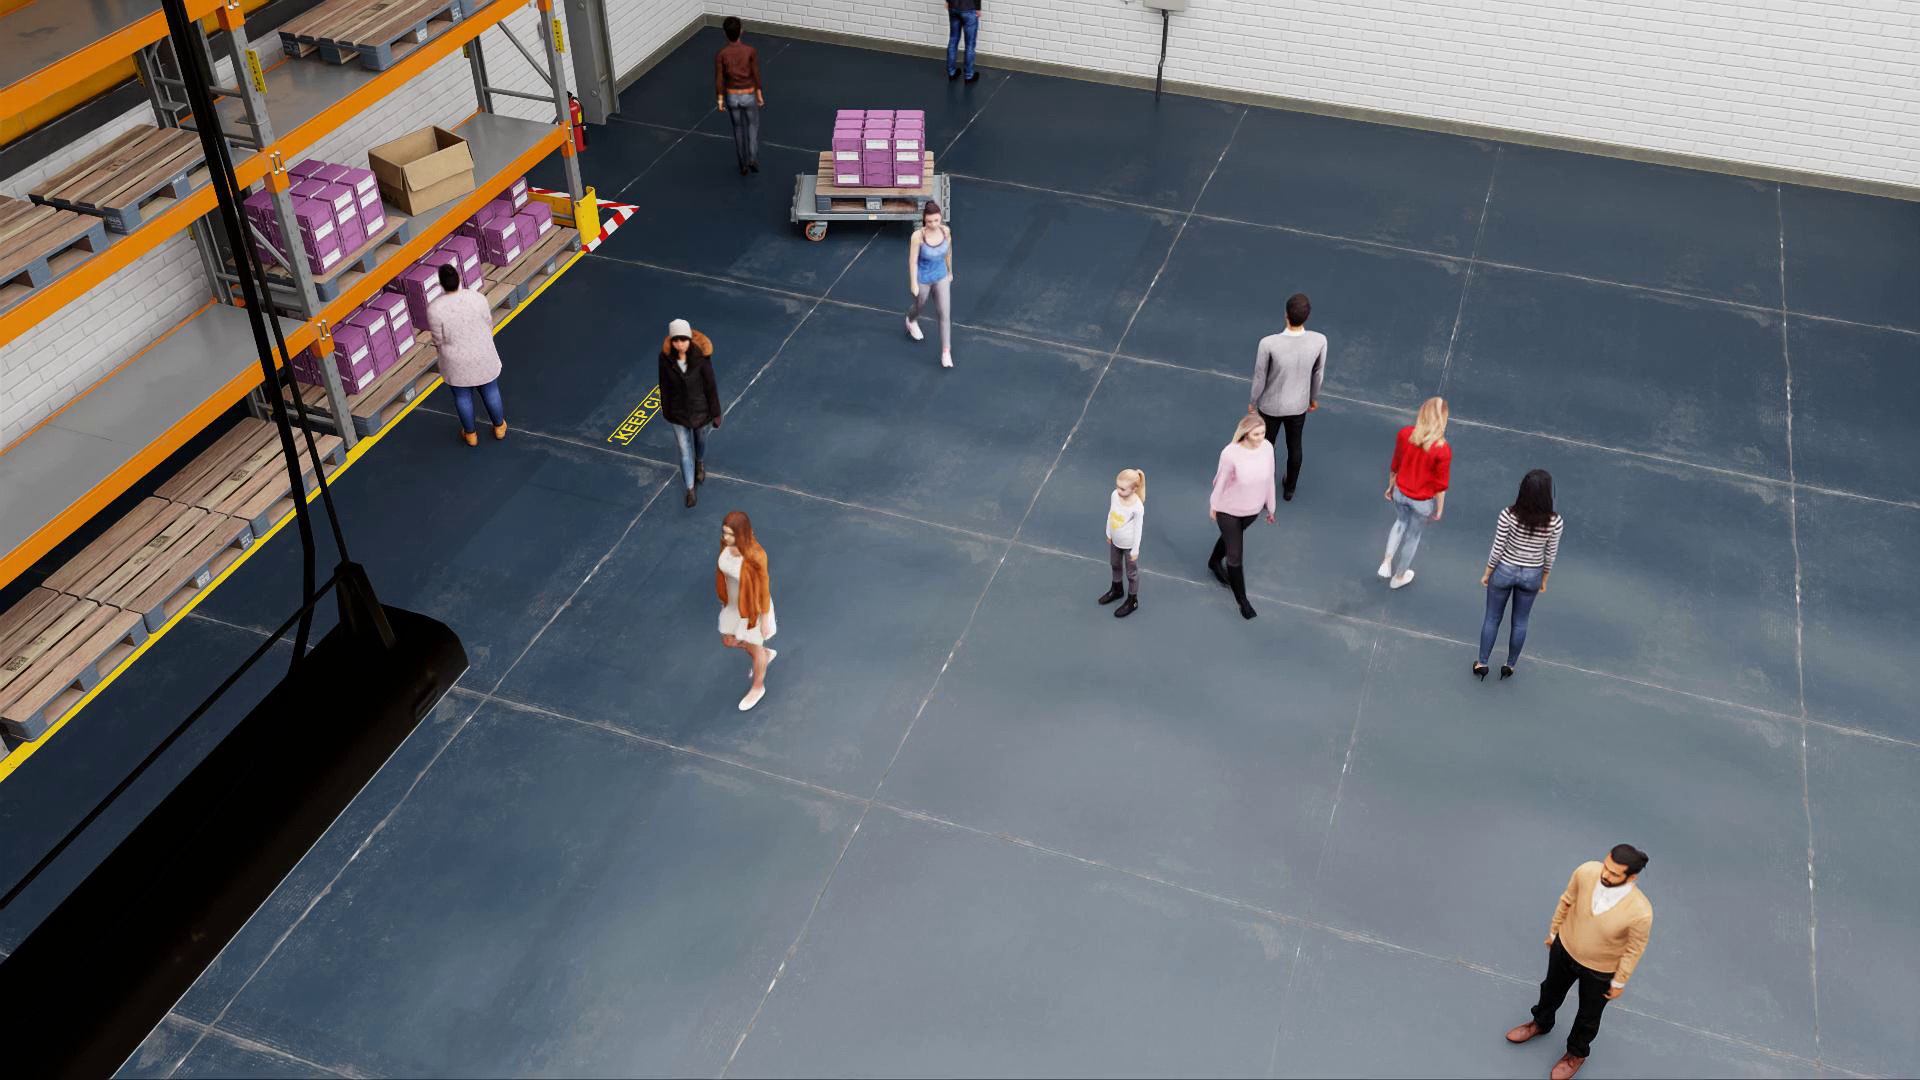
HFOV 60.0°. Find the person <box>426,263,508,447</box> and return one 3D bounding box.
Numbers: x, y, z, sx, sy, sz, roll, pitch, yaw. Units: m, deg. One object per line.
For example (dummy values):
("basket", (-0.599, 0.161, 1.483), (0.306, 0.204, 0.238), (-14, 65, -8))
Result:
("person", (-4.172, -1.586, 14.059), (0.791, 1.738, 0.848), (-16, 41, -19))

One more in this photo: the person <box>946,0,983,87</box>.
("person", (0.032, -6.420, 19.991), (0.706, 1.889, 0.641), (21, 43, 25))

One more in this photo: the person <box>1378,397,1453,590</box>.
("person", (3.356, -0.295, 12.478), (0.780, 1.694, 0.751), (-32, 48, -33))

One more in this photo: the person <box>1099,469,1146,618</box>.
("person", (1.248, -0.002, 12.445), (0.602, 1.277, 0.561), (-28, 46, -30))

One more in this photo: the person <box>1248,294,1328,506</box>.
("person", (2.601, -1.114, 13.320), (0.835, 1.923, 0.824), (-6, 39, -7))

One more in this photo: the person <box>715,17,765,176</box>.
("person", (-2.355, -4.737, 17.983), (0.858, 1.765, 0.936), (-6, 39, -7))

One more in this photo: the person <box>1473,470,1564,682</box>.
("person", (3.899, 0.272, 11.688), (0.617, 1.794, 0.548), (7, 39, 9))

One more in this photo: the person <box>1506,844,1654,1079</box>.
("person", (3.474, 2.296, 9.186), (0.775, 1.754, 0.756), (-24, 44, -27))

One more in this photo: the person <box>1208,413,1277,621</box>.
("person", (2.056, -0.290, 12.508), (1.043, 1.648, 1.133), (-14, 41, -17))

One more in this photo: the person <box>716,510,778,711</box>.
("person", (-1.430, 0.415, 11.577), (0.766, 1.707, 0.821), (28, 47, 31))

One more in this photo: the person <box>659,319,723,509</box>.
("person", (-2.201, -1.124, 13.590), (0.923, 1.603, 1.098), (-5, 39, -6))

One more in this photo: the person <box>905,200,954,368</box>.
("person", (-0.303, -2.415, 15.229), (1.040, 1.572, 1.133), (-16, 41, -19))
